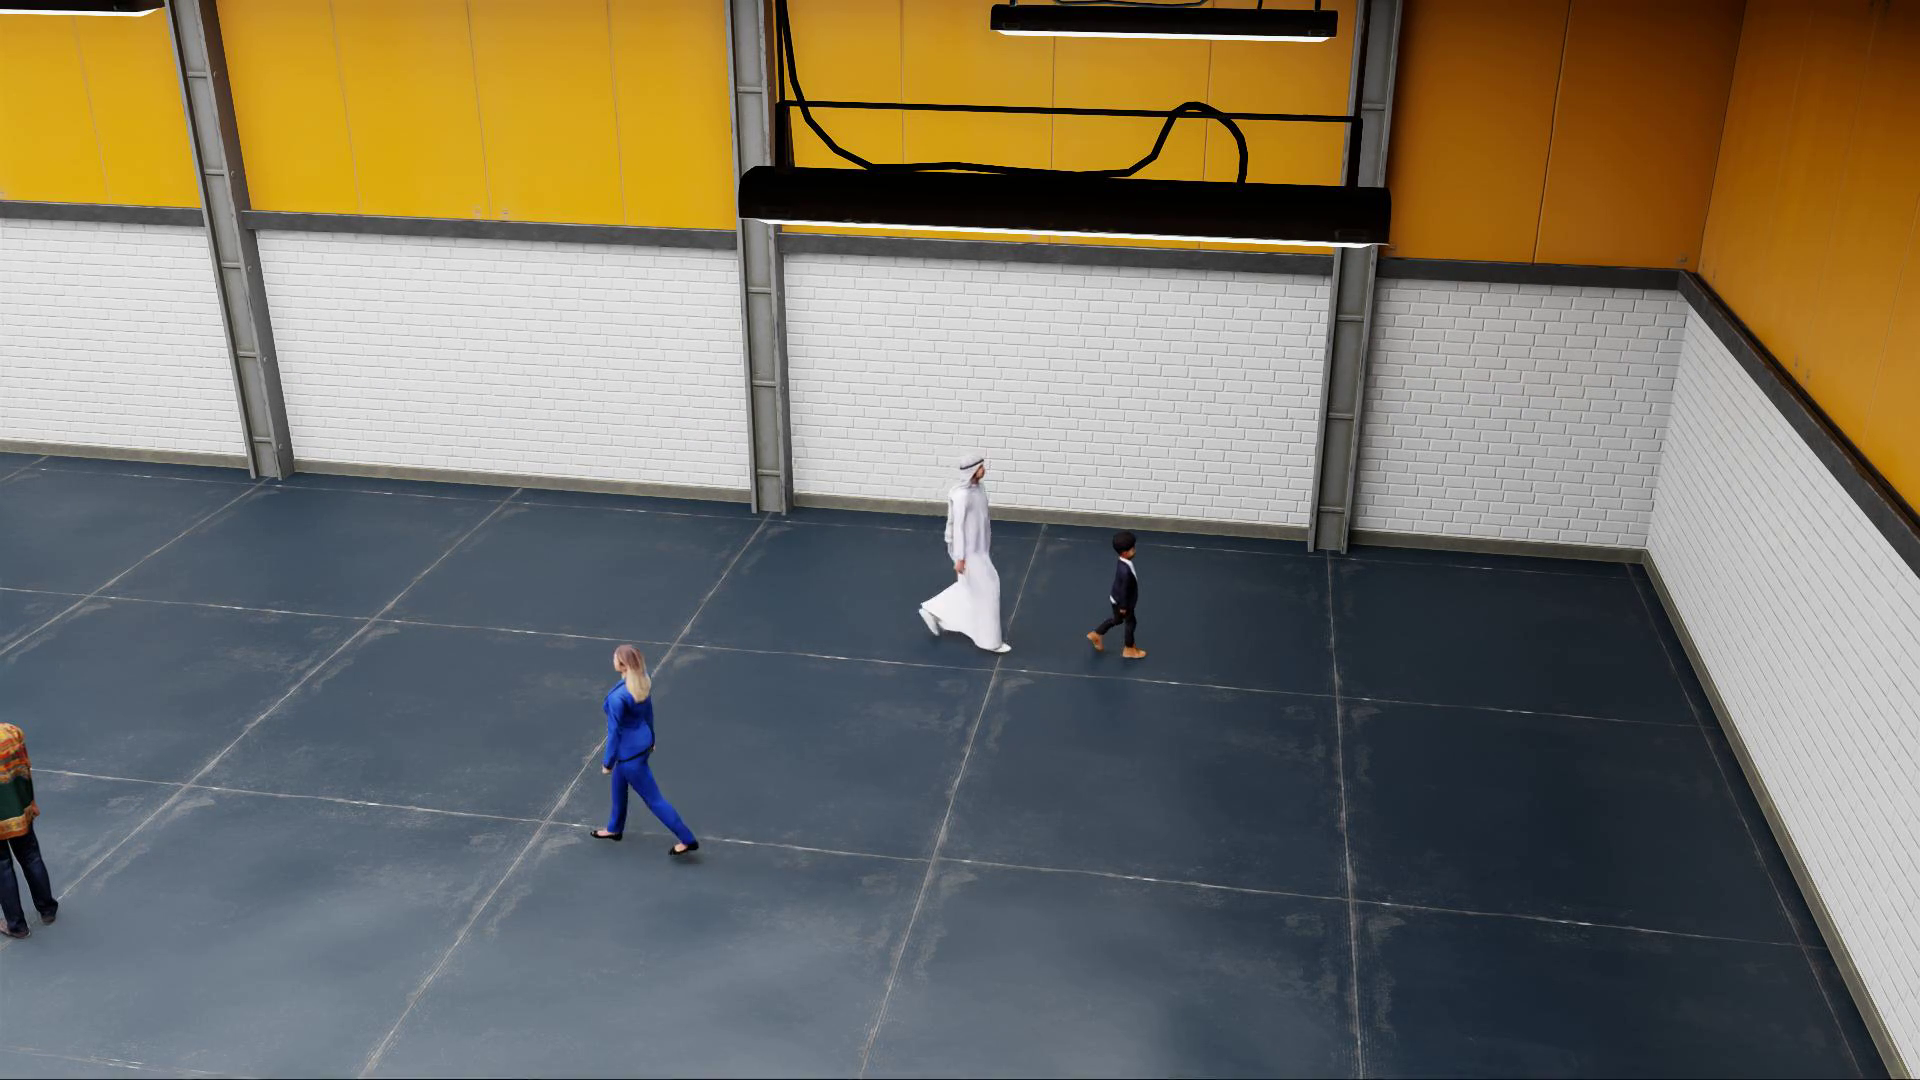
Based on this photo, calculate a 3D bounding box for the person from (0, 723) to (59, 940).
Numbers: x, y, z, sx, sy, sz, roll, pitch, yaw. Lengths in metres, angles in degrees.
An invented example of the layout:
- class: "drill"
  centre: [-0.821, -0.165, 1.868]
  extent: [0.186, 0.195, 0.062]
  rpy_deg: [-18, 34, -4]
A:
- class: "person"
  centre: [-6.410, 1.831, 11.119]
  extent: [0.816, 1.808, 0.806]
  rpy_deg: [16, 28, 32]

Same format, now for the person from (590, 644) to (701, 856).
- class: "person"
  centre: [-2.250, 1.555, 11.933]
  extent: [1.129, 1.662, 0.665]
  rpy_deg: [5, 24, 12]

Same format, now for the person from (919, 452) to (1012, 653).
- class: "person"
  centre: [0.019, 0.093, 14.986]
  extent: [1.173, 1.895, 0.762]
  rpy_deg: [7, 25, 16]

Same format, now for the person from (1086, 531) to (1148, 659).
- class: "person"
  centre: [1.414, 0.491, 14.928]
  extent: [0.813, 1.212, 0.601]
  rpy_deg: [-1, 24, -2]
